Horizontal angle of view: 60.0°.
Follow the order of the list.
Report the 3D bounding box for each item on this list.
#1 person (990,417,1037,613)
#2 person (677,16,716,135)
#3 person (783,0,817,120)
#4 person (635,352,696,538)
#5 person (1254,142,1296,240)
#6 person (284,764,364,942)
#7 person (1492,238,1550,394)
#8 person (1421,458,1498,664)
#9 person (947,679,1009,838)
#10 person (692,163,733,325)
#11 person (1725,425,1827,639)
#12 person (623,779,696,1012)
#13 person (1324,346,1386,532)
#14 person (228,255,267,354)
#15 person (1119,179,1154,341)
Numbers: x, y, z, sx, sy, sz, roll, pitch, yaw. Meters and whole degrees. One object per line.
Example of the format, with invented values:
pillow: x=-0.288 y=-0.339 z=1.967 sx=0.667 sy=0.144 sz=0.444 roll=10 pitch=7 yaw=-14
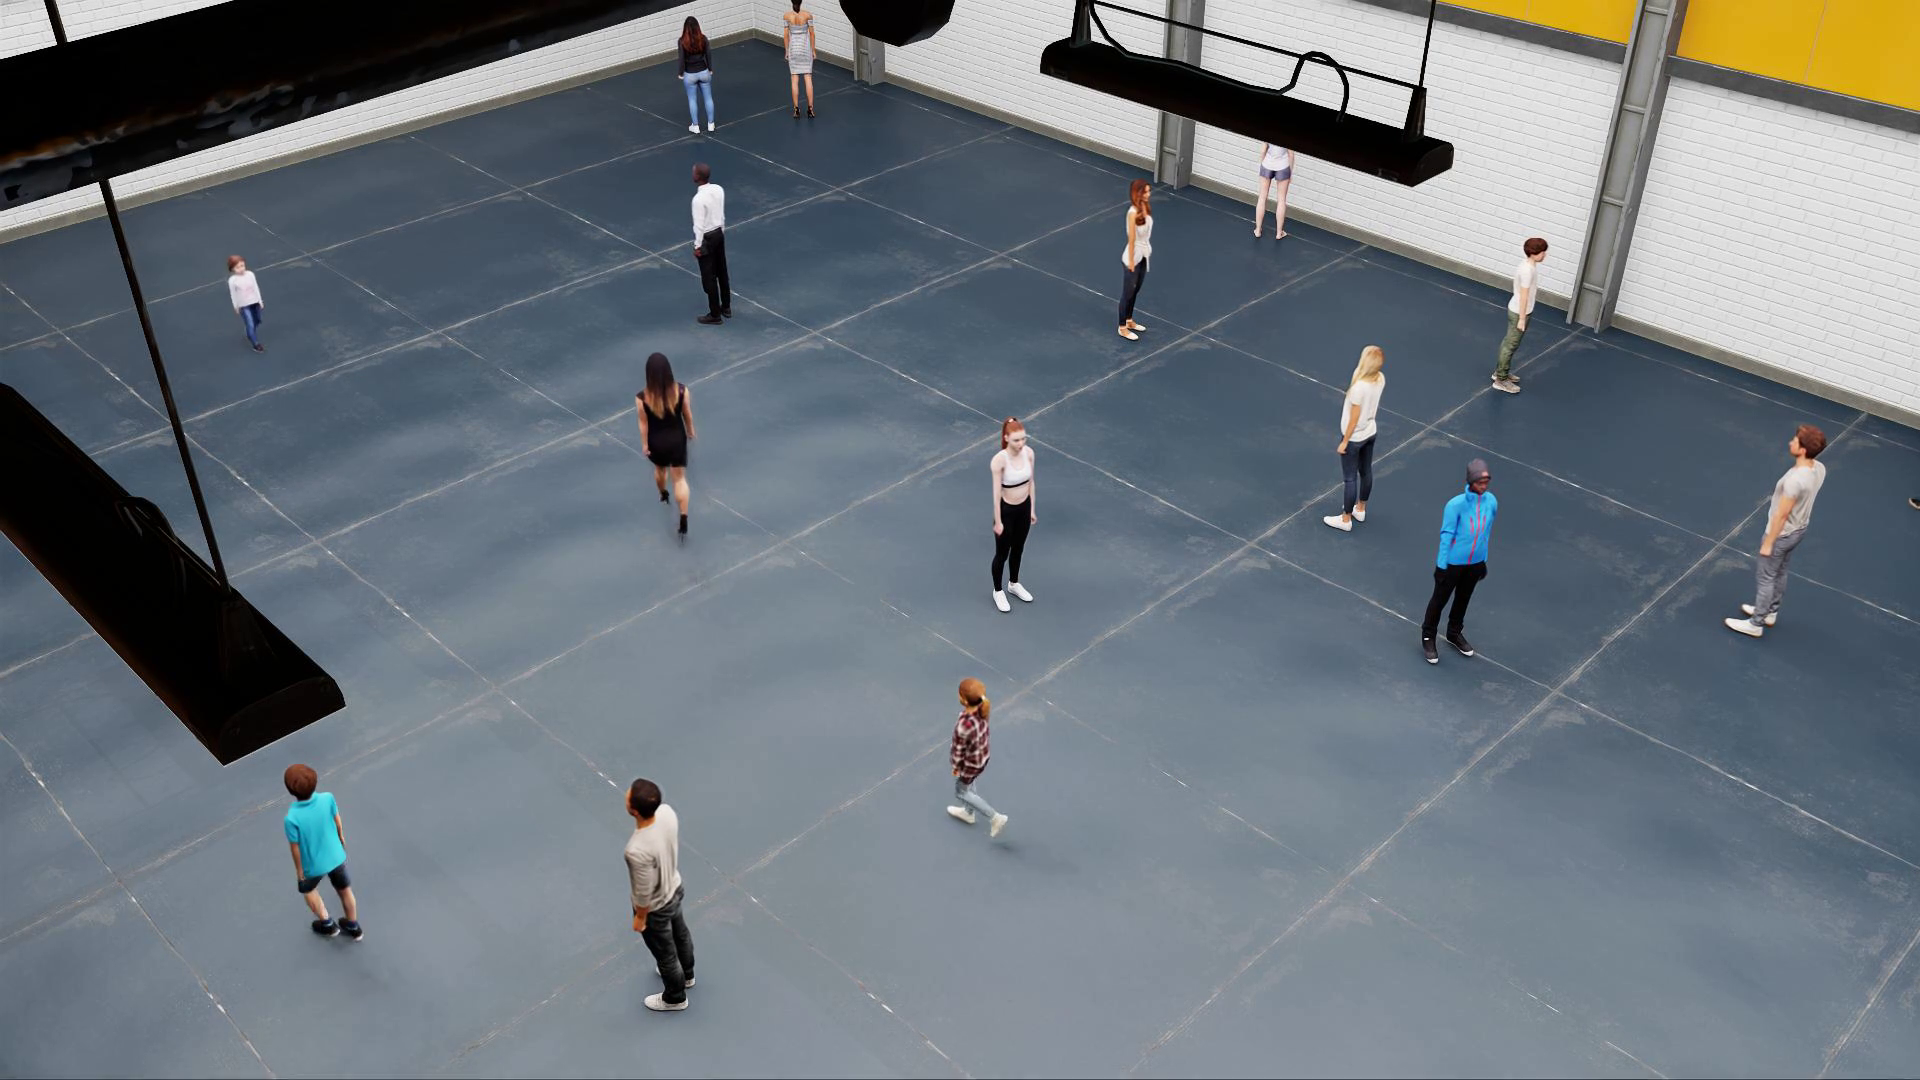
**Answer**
person: x=0.429 y=-0.226 z=13.834 sx=0.618 sy=1.741 sz=0.571 roll=-22 pitch=39 yaw=-29
person: x=-3.720 y=-6.579 z=23.488 sx=0.717 sy=1.633 sz=0.697 roll=-12 pitch=35 yaw=-18
person: x=-2.302 y=-6.973 z=23.910 sx=0.677 sy=1.822 sz=0.731 roll=-1 pitch=34 yaw=-1
person: x=-2.572 y=-0.808 z=14.773 sx=0.952 sy=1.670 sz=1.160 roll=-11 pitch=35 yaw=-16
person: x=3.852 y=-4.540 z=20.299 sx=0.636 sy=1.768 sz=0.727 roll=10 pitch=35 yaw=15
person: x=-4.068 y=2.054 z=10.676 sx=0.570 sy=1.437 sz=0.550 roll=26 pitch=41 yaw=33
person: x=5.754 y=-2.340 z=17.094 sx=0.668 sy=1.653 sz=0.662 roll=11 pitch=35 yaw=16
person: x=3.982 y=0.145 z=13.227 sx=0.696 sy=1.794 sz=0.692 roll=-10 pitch=35 yaw=-15
person: x=0.123 y=1.537 z=11.586 sx=0.809 sy=1.292 sz=0.647 roll=18 pitch=37 yaw=24
person: x=-2.752 y=-3.277 z=18.337 sx=0.633 sy=1.836 sz=0.695 roll=17 pitch=37 yaw=24
person: x=6.677 y=-0.069 z=13.458 sx=0.641 sy=1.893 sz=0.536 roll=-28 pitch=43 yaw=-35
person: x=-1.831 y=2.164 z=10.174 sx=0.732 sy=1.811 sz=0.740 roll=9 pitch=35 yaw=13
person: x=3.567 y=-0.915 z=14.808 sx=0.605 sy=1.808 sz=0.500 roll=-27 pitch=42 yaw=-35
person: x=-7.723 y=-2.586 z=17.960 sx=0.474 sy=1.103 sz=0.676 roll=-29 pitch=43 yaw=-36
person: x=1.903 y=-3.068 z=18.070 sx=0.603 sy=1.785 sz=0.638 roll=18 pitch=37 yaw=25
